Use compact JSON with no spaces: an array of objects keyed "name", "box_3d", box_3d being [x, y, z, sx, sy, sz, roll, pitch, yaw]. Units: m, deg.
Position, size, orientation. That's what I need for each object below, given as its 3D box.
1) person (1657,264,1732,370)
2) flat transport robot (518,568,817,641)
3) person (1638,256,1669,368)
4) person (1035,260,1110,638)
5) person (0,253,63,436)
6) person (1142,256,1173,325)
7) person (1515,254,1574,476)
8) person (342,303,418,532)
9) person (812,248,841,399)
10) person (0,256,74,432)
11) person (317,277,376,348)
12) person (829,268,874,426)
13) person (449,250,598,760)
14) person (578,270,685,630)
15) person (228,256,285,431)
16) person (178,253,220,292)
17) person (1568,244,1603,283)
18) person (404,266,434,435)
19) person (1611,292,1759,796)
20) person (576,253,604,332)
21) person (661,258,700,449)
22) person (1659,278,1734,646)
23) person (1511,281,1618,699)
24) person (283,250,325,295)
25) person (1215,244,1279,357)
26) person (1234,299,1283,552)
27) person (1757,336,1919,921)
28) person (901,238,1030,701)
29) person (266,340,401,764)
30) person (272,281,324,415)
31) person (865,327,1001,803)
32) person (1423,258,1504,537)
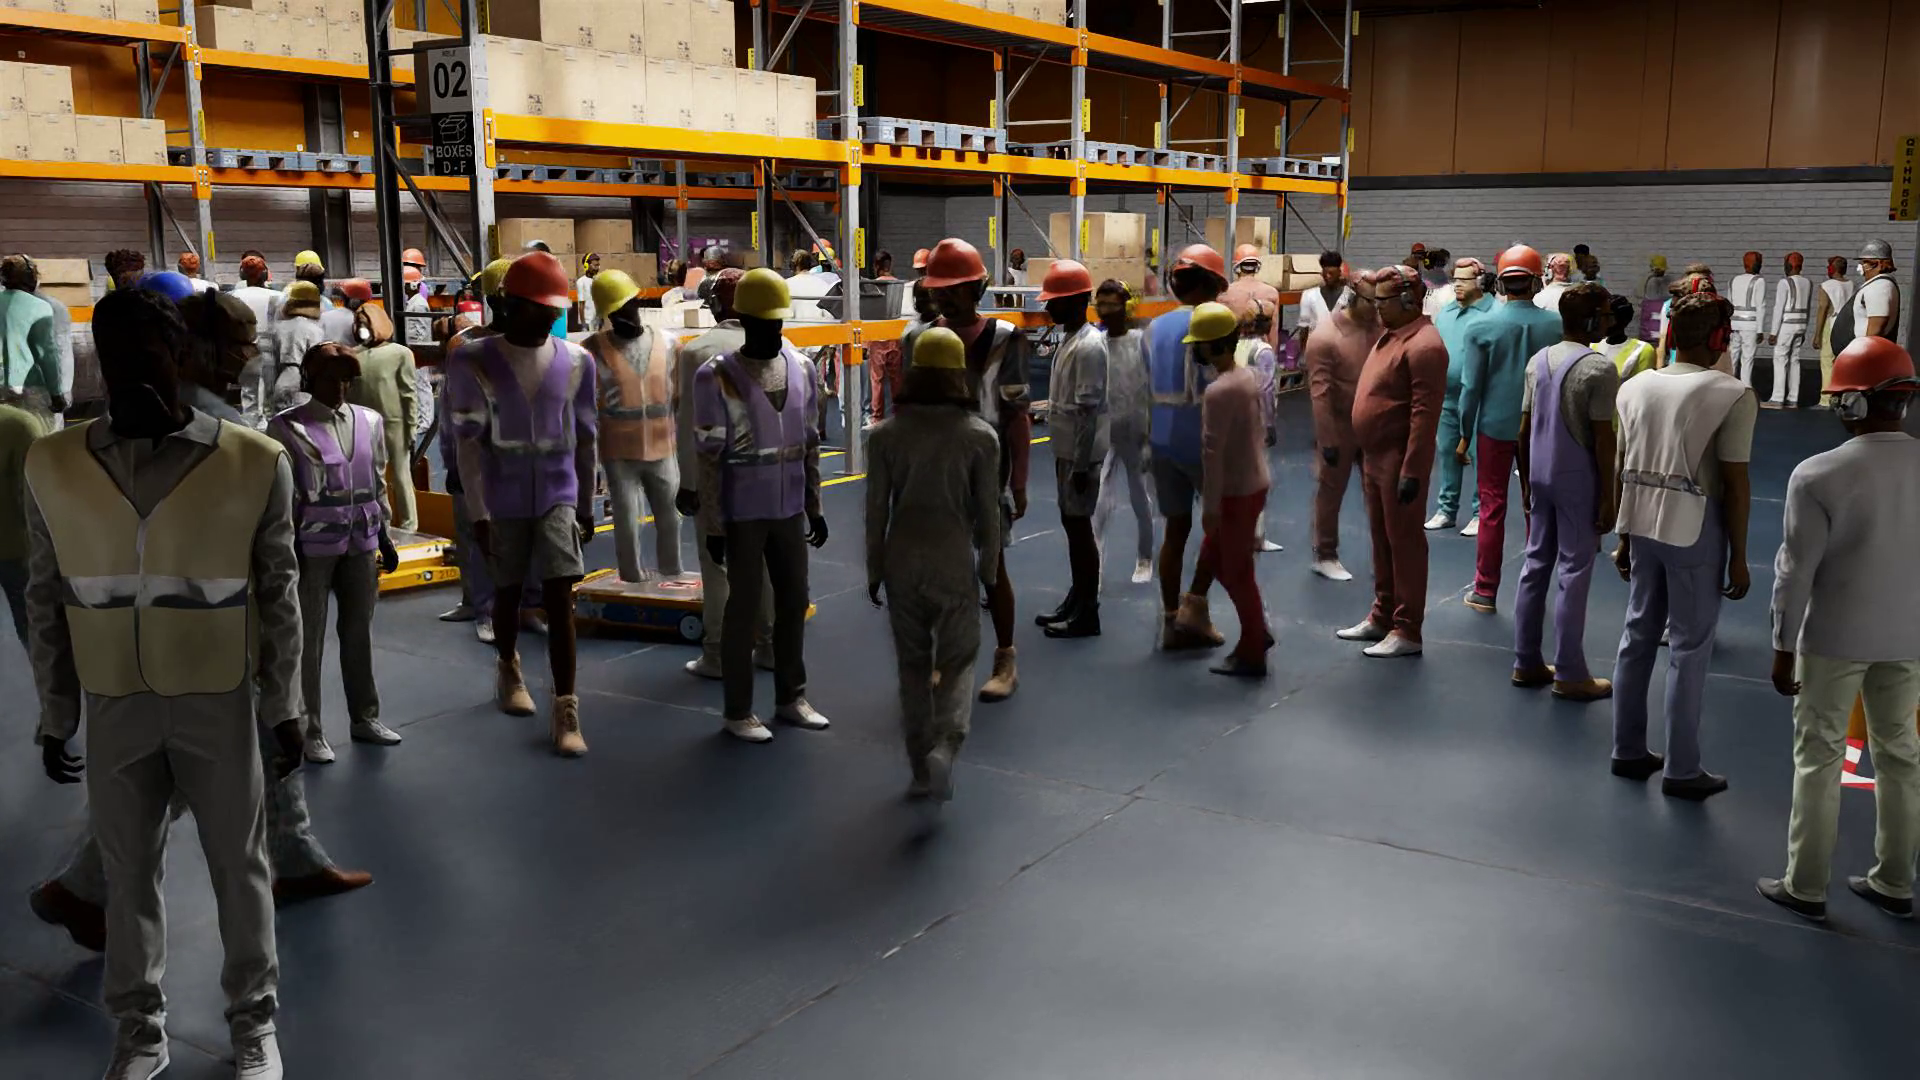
[{"name":"person","box_3d":[6.243,-1.428,14.155,0.592,1.817,0.711,3,11,15]},{"name":"flat transport robot","box_3d":[-1.539,0.322,8.750,1.431,0.197,0.652,4,11,20]},{"name":"person","box_3d":[10.971,-3.615,26.386,0.405,1.781,0.755,2,10,12]},{"name":"person","box_3d":[0.567,-0.456,8.492,0.389,1.926,0.550,-1,10,-6]},{"name":"person","box_3d":[-6.725,-1.089,11.983,0.631,1.932,0.373,4,11,21]},{"name":"person","box_3d":[3.215,-3.754,27.196,0.533,1.767,0.326,6,12,29]},{"name":"person","box_3d":[5.044,-1.470,14.174,0.645,1.900,0.399,-3,11,-17]},{"name":"person","box_3d":[-3.717,-0.703,10.685,0.513,1.625,0.280,1,10,8]},{"name":"person","box_3d":[-1.683,-2.740,21.126,0.594,1.924,0.383,-3,11,-14]},{"name":"person","box_3d":[-6.872,-1.126,12.244,0.643,1.909,0.409,-3,11,-17]},{"name":"person","box_3d":[-5.170,-1.350,14.029,0.591,1.704,0.524,5,11,26]},{"name":"person","box_3d":[-1.148,-2.179,18.087,0.598,1.907,0.409,-4,11,-22]},{"name":"person","box_3d":[-1.760,-0.173,6.780,0.603,2.004,0.991,-5,11,-24]},{"name":"person","box_3d":[-1.623,-0.467,8.685,0.767,1.871,0.449,-7,12,-32]},{"name":"person","box_3d":[-6.236,-1.580,14.819,0.584,1.882,0.337,-2,11,-13]},{"name":"person","box_3d":[-8.232,-2.139,17.926,0.355,1.882,0.576,8,13,39]},{"name":"person","box_3d":[9.130,-3.375,24.538,0.612,1.964,0.364,7,12,33]},{"name":"person","box_3d":[-5.691,-1.975,17.367,0.325,1.752,0.559,-6,12,-28]},{"name":"person","box_3d":[2.623,0.018,6.104,0.393,1.836,0.560,-5,11,-26]},{"name":"person","box_3d":[-4.764,-2.780,21.562,0.349,1.856,0.521,2,10,12]},{"name":"person","box_3d":[-2.733,-1.812,16.209,0.334,1.845,0.513,6,12,28]},{"name":"person","box_3d":[3.675,-0.380,8.306,0.381,1.836,0.565,5,12,27]},{"name":"person","box_3d":[2.699,-0.220,7.388,0.332,1.844,0.508,-5,11,-24]},{"name":"person","box_3d":[-6.669,-1.996,17.047,0.398,1.914,0.596,2,10,11]},{"name":"person","box_3d":[2.558,-1.658,14.980,0.614,1.987,0.408,-2,10,-9]},{"name":"person","box_3d":[1.915,-0.747,10.879,0.310,1.642,0.514,-3,11,-18]},{"name":"person","box_3d":[2.670,0.270,4.965,0.567,1.743,0.348,-1,10,-5]},{"name":"person","box_3d":[0.007,-0.300,7.339,0.614,2.029,0.409,4,11,23]},{"name":"person","box_3d":[-2.455,0.037,6.540,0.310,1.640,0.514,7,13,35]},{"name":"person","box_3d":[-4.913,-1.065,12.441,0.482,1.712,0.540,4,11,19]},{"name":"person","box_3d":[-0.113,0.108,5.930,0.491,1.721,0.563,2,10,10]},{"name":"person","box_3d":[3.478,-0.982,11.467,0.399,1.901,0.645,-7,12,-33]}]
